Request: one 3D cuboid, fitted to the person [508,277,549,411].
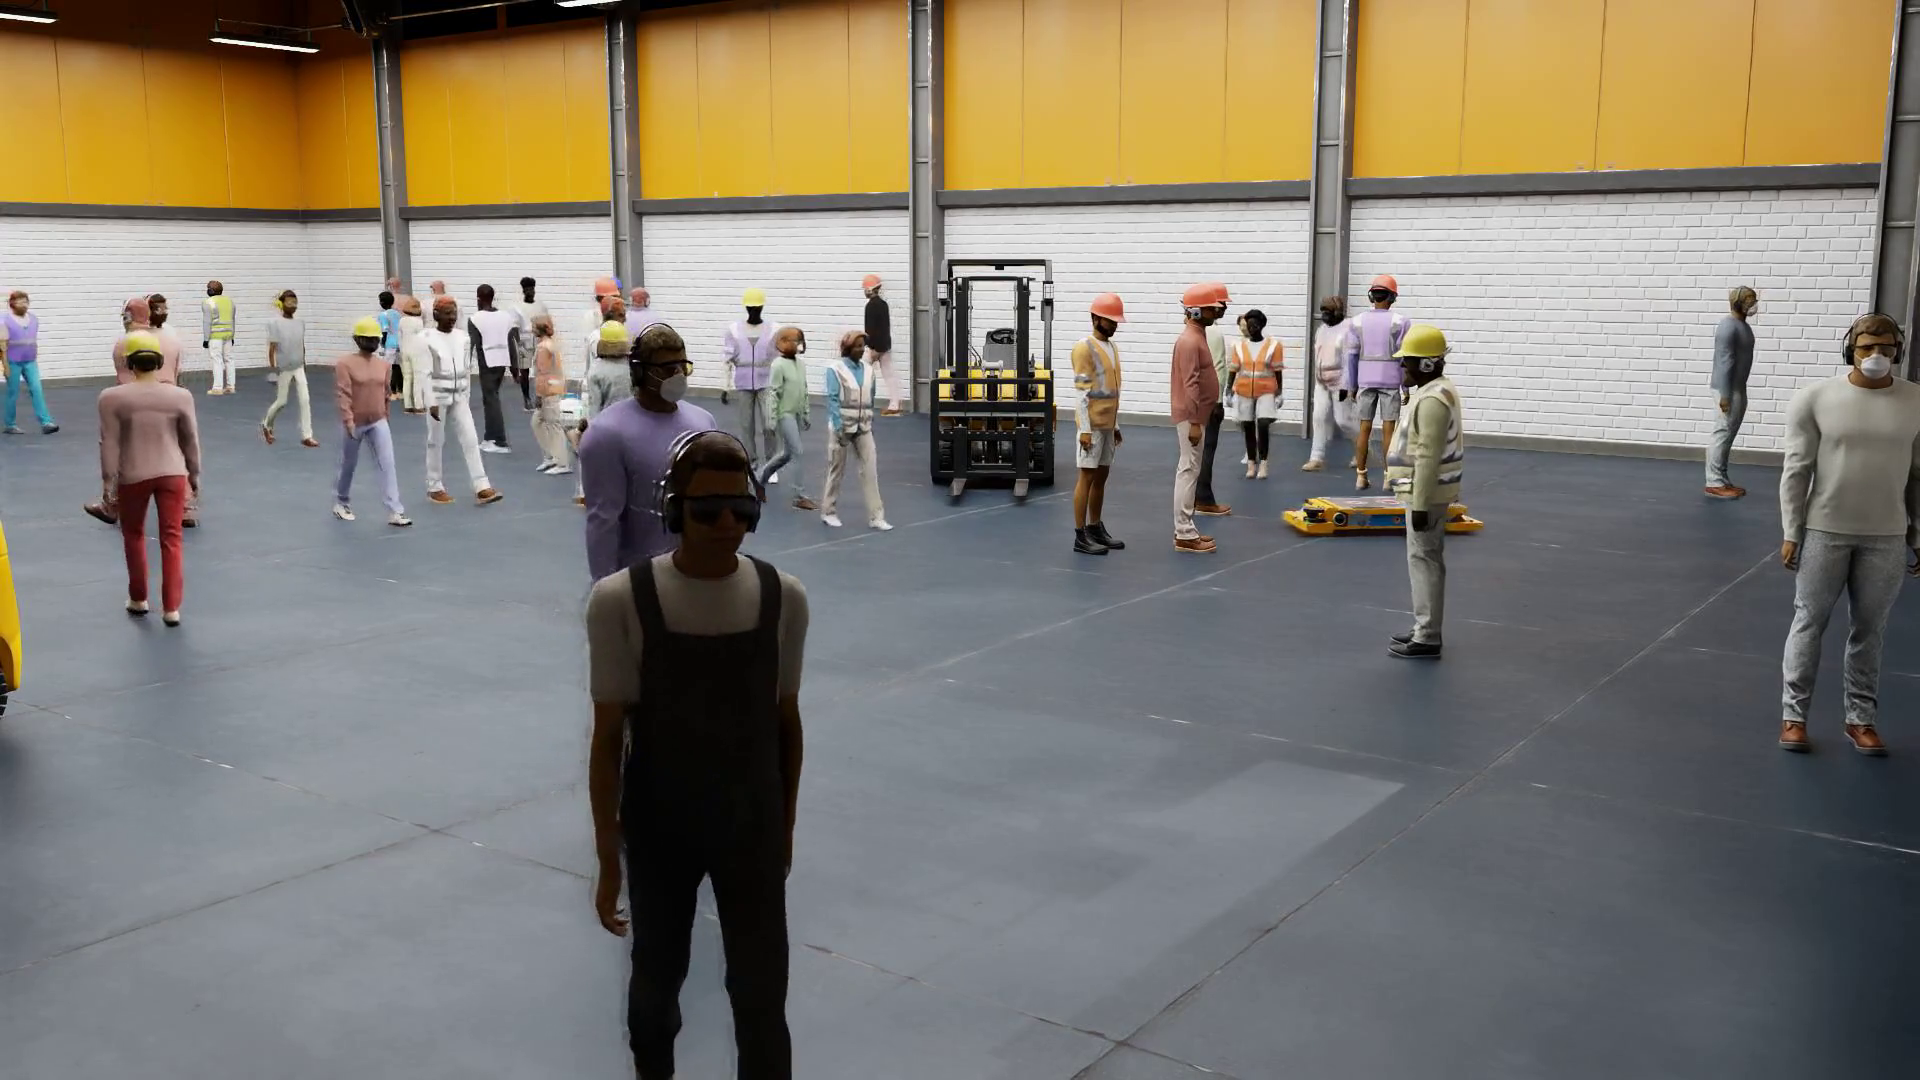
[{"bbox_3d":[-6.069,-2.767,23.673,0.611,1.920,0.910,-6,11,-31],"label":"person"}]

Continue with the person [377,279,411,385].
[{"bbox_3d":[-9.718,-3.555,28.627,1.024,1.846,0.650,8,12,40],"label":"person"}]

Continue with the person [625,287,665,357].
[{"bbox_3d":[-3.723,-1.983,19.229,0.653,1.867,0.971,0,10,-2],"label":"person"}]

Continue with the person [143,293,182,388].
[{"bbox_3d":[-7.706,-1.435,15.956,0.481,1.853,0.556,3,10,18],"label":"person"}]

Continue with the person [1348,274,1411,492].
[{"bbox_3d":[3.950,-1.471,15.643,0.605,2.036,0.383,6,11,31],"label":"person"}]

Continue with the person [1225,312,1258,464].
[{"bbox_3d":[3.119,-1.635,17.846,0.551,1.618,0.514,7,12,35],"label":"person"}]

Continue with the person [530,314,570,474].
[{"bbox_3d":[-4.184,-1.464,16.799,0.485,1.618,0.541,-1,10,-4],"label":"person"}]

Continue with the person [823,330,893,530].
[{"bbox_3d":[-0.865,-0.886,13.441,0.518,1.630,0.578,-8,12,-38],"label":"person"}]

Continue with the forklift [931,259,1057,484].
[{"bbox_3d":[0.370,-1.738,16.759,1.214,2.155,2.313,1,10,3],"label":"forklift"}]

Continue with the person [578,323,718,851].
[{"bbox_3d":[-1.111,0.171,6.145,0.355,1.937,0.635,7,12,35],"label":"person"}]

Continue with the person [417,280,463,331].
[{"bbox_3d":[-7.734,-2.910,24.704,0.651,1.871,0.786,-5,11,-25],"label":"person"}]

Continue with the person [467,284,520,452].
[{"bbox_3d":[-5.365,-1.937,18.835,0.674,1.885,0.740,6,11,30],"label":"person"}]

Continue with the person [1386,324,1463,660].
[{"bbox_3d":[2.527,-0.262,9.082,0.403,1.822,0.593,3,10,18],"label":"person"}]

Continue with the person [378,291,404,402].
[{"bbox_3d":[-8.763,-2.971,25.580,0.318,1.698,0.533,1,10,8],"label":"person"}]

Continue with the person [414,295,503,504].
[{"bbox_3d":[-4.429,-1.206,14.601,0.908,1.845,0.590,8,12,38],"label":"person"}]

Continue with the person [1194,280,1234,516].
[{"bbox_3d":[2.117,-1.209,14.201,0.397,1.992,0.622,-3,10,-15],"label":"person"}]

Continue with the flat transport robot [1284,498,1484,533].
[{"bbox_3d":[3.396,-0.211,13.381,1.431,0.197,0.652,-1,10,-5],"label":"flat transport robot"}]

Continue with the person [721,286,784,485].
[{"bbox_3d":[-1.989,-1.490,16.099,0.609,1.917,0.459,0,10,1],"label":"person"}]

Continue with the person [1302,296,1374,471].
[{"bbox_3d":[3.924,-1.606,17.124,0.766,1.810,0.637,-6,11,-31],"label":"person"}]

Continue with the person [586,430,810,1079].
[{"bbox_3d":[-0.594,0.639,3.779,0.517,1.809,0.933,-3,10,-18],"label":"person"}]

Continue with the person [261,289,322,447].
[{"bbox_3d":[-7.876,-2.008,19.440,0.874,1.843,0.526,6,11,33],"label":"person"}]

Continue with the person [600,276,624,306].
[{"bbox_3d":[-5.282,-3.033,25.256,0.779,1.926,0.634,-6,11,-31],"label":"person"}]

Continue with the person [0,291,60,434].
[{"bbox_3d":[-11.595,-2.179,20.611,0.910,1.779,0.603,4,10,24],"label":"person"}]

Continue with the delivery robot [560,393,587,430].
[{"bbox_3d":[-4.718,-1.539,20.166,0.707,0.478,0.477,6,11,33],"label":"delivery robot"}]

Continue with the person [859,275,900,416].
[{"bbox_3d":[-1.244,-2.694,23.162,0.964,1.950,0.627,5,11,28],"label":"person"}]

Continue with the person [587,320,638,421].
[{"bbox_3d":[-2.557,-0.800,12.579,0.478,1.719,0.761,-4,10,-22],"label":"person"}]

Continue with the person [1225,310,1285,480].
[{"bbox_3d":[2.882,-1.419,16.371,0.560,1.674,0.604,4,10,24],"label":"person"}]

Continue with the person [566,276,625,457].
[{"bbox_3d":[-3.801,-1.784,17.599,0.802,2.012,0.626,4,10,24],"label":"person"}]

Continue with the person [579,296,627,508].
[{"bbox_3d":[-2.997,-1.189,14.489,0.746,1.850,0.593,0,10,2],"label":"person"}]

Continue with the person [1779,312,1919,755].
[{"bbox_3d":[3.925,-0.021,7.291,0.629,1.940,0.379,3,10,15],"label":"person"}]

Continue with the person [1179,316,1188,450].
[{"bbox_3d":[2.667,-1.827,18.959,0.289,1.632,0.497,6,11,33],"label":"person"}]

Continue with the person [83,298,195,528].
[{"bbox_3d":[-6.668,-1.021,13.493,0.981,1.852,0.659,4,10,20],"label":"person"}]

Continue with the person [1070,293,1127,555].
[{"bbox_3d":[1.049,-0.861,12.327,0.374,1.928,0.542,6,11,32],"label":"person"}]

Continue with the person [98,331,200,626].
[{"bbox_3d":[-4.869,-0.381,9.992,0.555,1.737,0.757,-6,11,-33],"label":"person"}]

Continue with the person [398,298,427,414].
[{"bbox_3d":[-7.743,-2.604,23.582,0.506,1.632,0.268,6,11,33],"label":"person"}]

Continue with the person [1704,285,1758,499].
[{"bbox_3d":[7.059,-1.352,15.220,0.352,1.937,0.635,7,12,36],"label":"person"}]

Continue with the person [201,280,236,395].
[{"bbox_3d":[-12.025,-3.277,26.963,0.429,1.846,0.631,4,10,21],"label":"person"}]

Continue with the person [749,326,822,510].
[{"bbox_3d":[-1.546,-1.077,14.581,0.757,1.606,0.512,4,10,25],"label":"person"}]

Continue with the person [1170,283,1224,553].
[{"bbox_3d":[1.755,-0.908,12.411,0.377,1.995,0.608,1,10,8],"label":"person"}]

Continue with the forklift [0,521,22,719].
[{"bbox_3d":[-5.296,-0.090,6.943,1.214,2.155,2.313,7,12,35],"label":"forklift"}]

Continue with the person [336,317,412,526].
[{"bbox_3d":[-4.896,-0.978,13.681,0.947,1.713,0.520,9,13,44],"label":"person"}]
